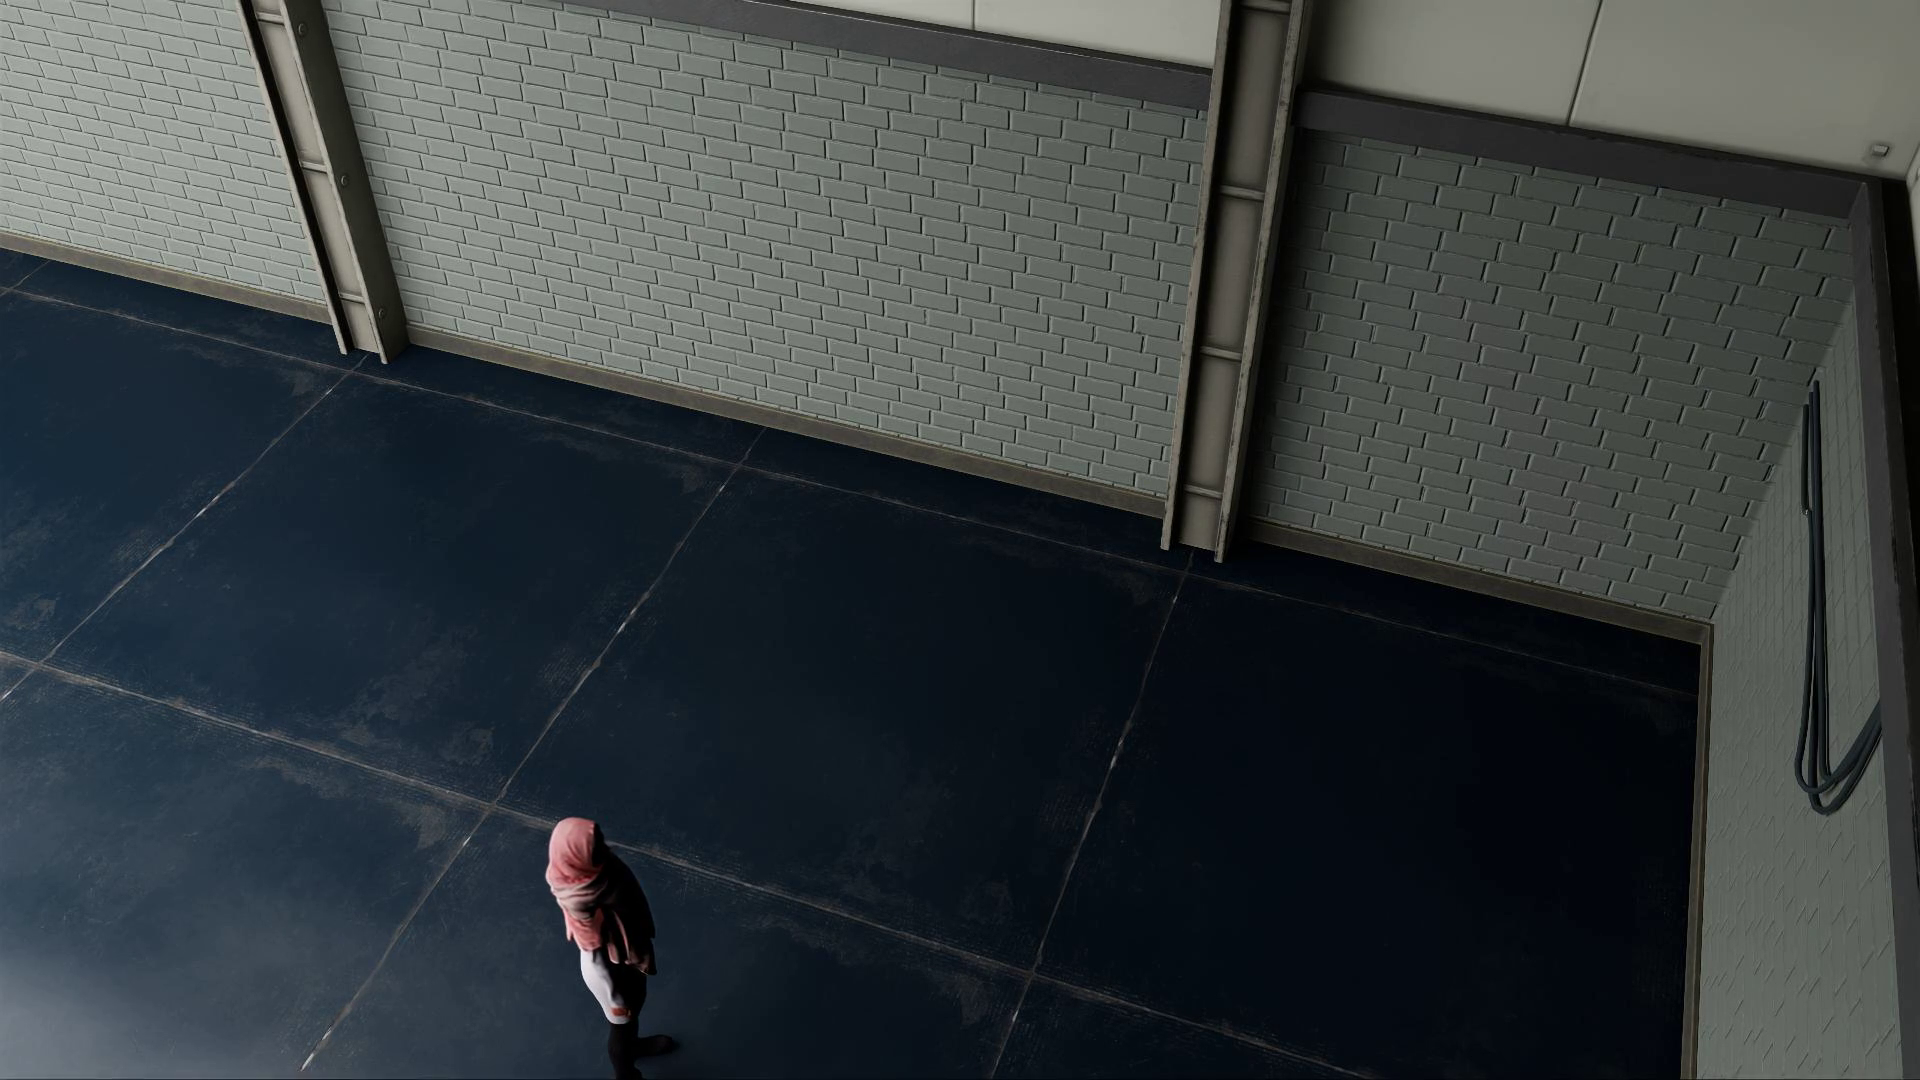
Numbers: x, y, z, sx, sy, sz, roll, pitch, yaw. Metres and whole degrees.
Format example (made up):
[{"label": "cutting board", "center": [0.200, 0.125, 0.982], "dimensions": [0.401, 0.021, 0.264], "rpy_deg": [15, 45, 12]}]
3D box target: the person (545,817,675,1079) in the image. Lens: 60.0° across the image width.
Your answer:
[{"label": "person", "center": [-1.474, 1.777, 7.034], "dimensions": [0.760, 1.804, 0.736], "rpy_deg": [-7, 43, -7]}]
